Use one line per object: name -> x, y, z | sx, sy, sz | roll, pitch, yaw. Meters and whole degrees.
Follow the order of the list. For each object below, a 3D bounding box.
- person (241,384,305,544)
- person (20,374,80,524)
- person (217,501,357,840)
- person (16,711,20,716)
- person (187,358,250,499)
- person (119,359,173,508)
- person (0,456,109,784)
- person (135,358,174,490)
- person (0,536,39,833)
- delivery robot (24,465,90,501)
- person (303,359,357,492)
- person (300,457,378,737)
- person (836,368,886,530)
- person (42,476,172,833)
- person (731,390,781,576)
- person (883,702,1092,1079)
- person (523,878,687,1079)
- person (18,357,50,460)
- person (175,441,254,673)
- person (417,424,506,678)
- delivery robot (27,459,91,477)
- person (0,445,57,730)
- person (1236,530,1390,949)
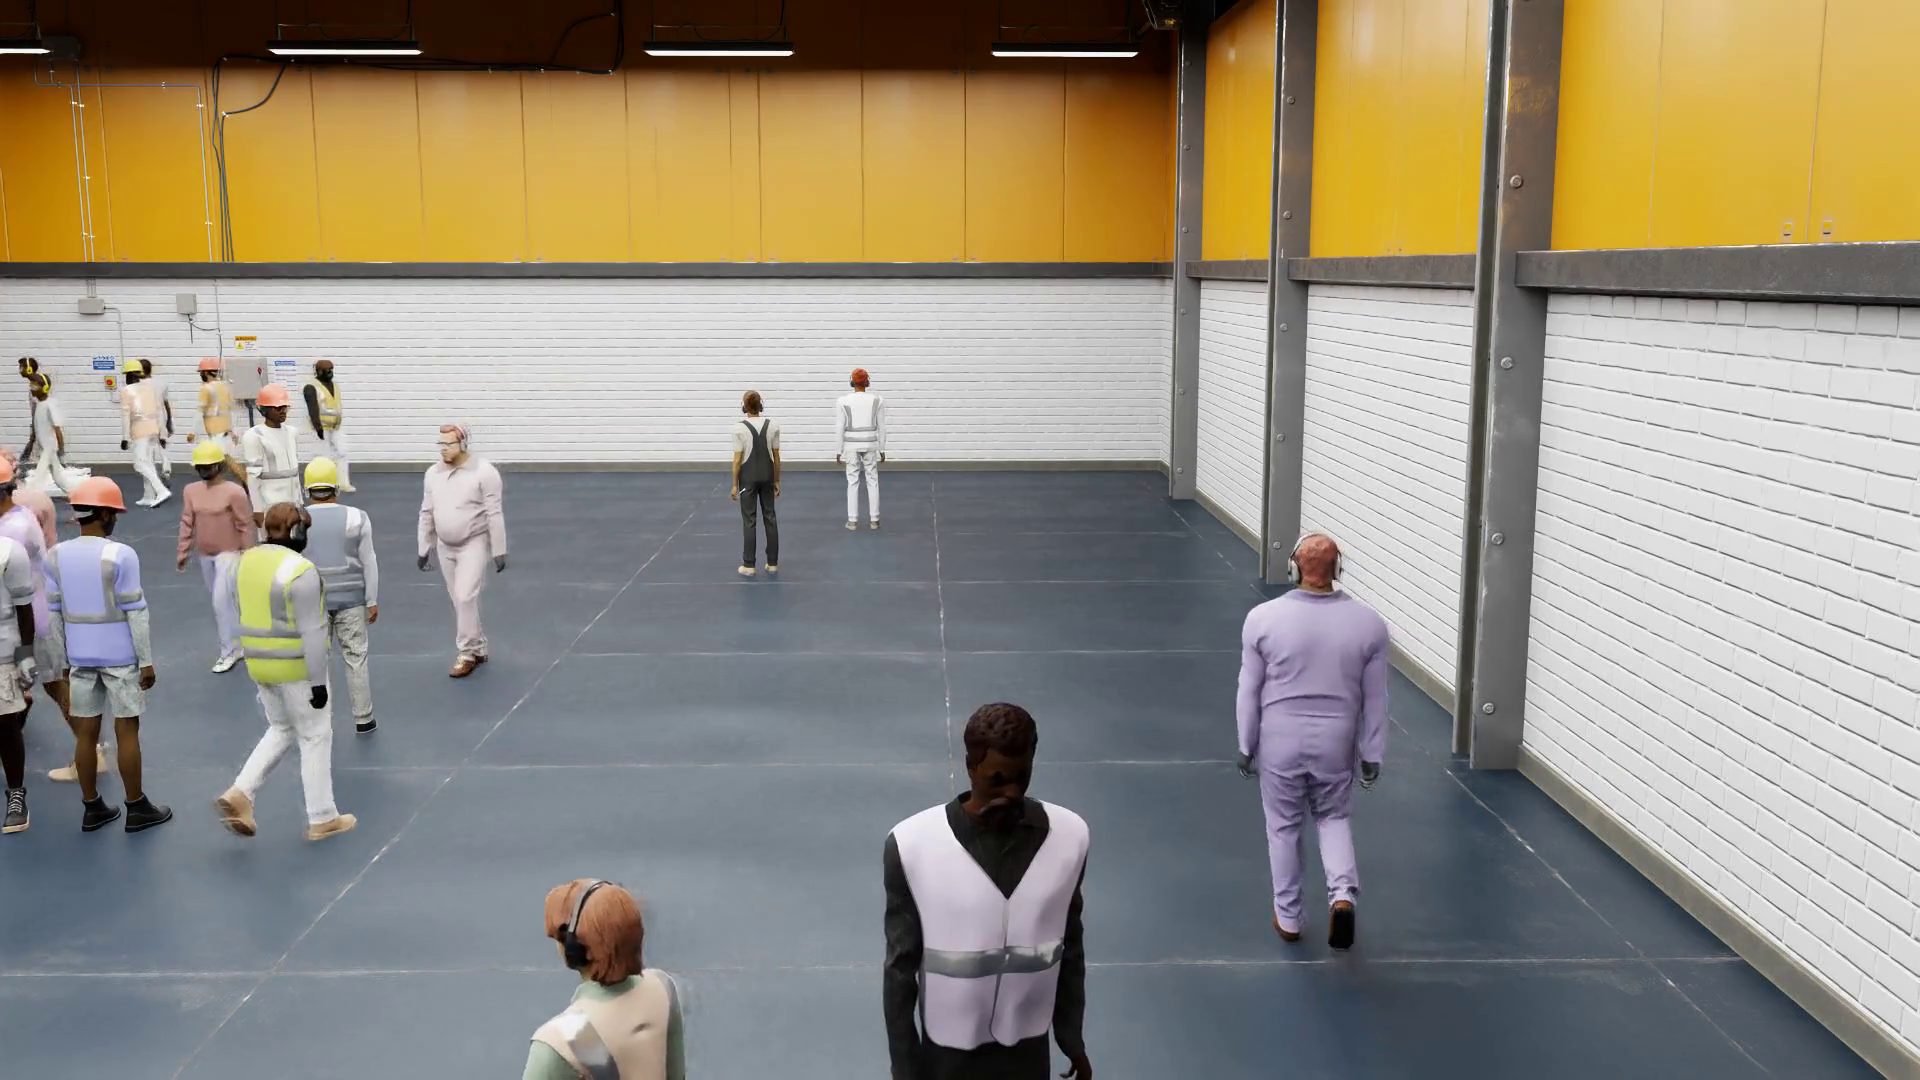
person -> -5.928, -0.340, 14.502 | 0.374, 2.042, 0.615 | 3, 10, 18
person -> -10.728, -1.040, 19.536 | 0.946, 1.820, 0.519 | -7, 12, -38
person -> -3.610, 0.708, 8.782 | 0.665, 1.814, 0.604 | 5, 11, 30
person -> -6.174, 0.425, 10.208 | 0.573, 1.920, 0.631 | -8, 12, -40
person -> -9.685, -1.446, 21.792 | 1.023, 1.883, 0.563 | 0, 9, 2
person -> -10.362, -1.355, 21.207 | 0.704, 1.894, 0.613 | 2, 10, 14
person -> -5.513, 0.485, 9.586 | 1.008, 1.991, 0.621 | -5, 11, -29
person -> -11.005, -1.570, 22.704 | 0.543, 1.825, 0.781 | -7, 12, -38
person -> -5.273, 0.613, 8.894 | 0.611, 1.962, 0.364 | -2, 10, -14
delivery robot -> -11.382, -0.702, 20.987 | 0.707, 0.478, 0.477 | -2, 9, -13
person -> -8.461, -1.511, 22.365 | 0.661, 1.820, 0.623 | 4, 10, 23
person -> -4.054, 0.380, 10.721 | 0.588, 1.837, 0.403 | -3, 10, -17
person -> -1.153, -1.057, 19.384 | 0.584, 1.882, 0.337 | -2, 9, -10
person -> -4.600, 0.620, 8.970 | 0.542, 1.927, 0.374 | 1, 9, 7
person -> -2.021, -0.560, 16.475 | 0.506, 1.839, 0.343 | -5, 10, -26
person -> 0.072, 1.356, 4.504 | 0.587, 1.914, 0.394 | -3, 10, -20
person -> -0.865, 1.596, 4.018 | 0.877, 1.592, 0.517 | 3, 10, 20
person -> -12.466, -1.553, 22.539 | 0.387, 1.850, 0.542 | -5, 10, -27
person -> -5.657, 0.130, 12.565 | 0.529, 1.742, 0.672 | 3, 10, 17
person -> -3.787, 0.080, 12.424 | 0.672, 1.880, 0.755 | 4, 10, 22
delivery robot -> -11.763, -0.822, 21.723 | 0.707, 0.478, 0.477 | -2, 9, -14
person -> -6.337, 0.306, 11.075 | 0.663, 1.871, 0.873 | -9, 13, -42
person -> 1.546, 0.904, 7.346 | 0.650, 1.889, 0.563 | 0, 9, 1
